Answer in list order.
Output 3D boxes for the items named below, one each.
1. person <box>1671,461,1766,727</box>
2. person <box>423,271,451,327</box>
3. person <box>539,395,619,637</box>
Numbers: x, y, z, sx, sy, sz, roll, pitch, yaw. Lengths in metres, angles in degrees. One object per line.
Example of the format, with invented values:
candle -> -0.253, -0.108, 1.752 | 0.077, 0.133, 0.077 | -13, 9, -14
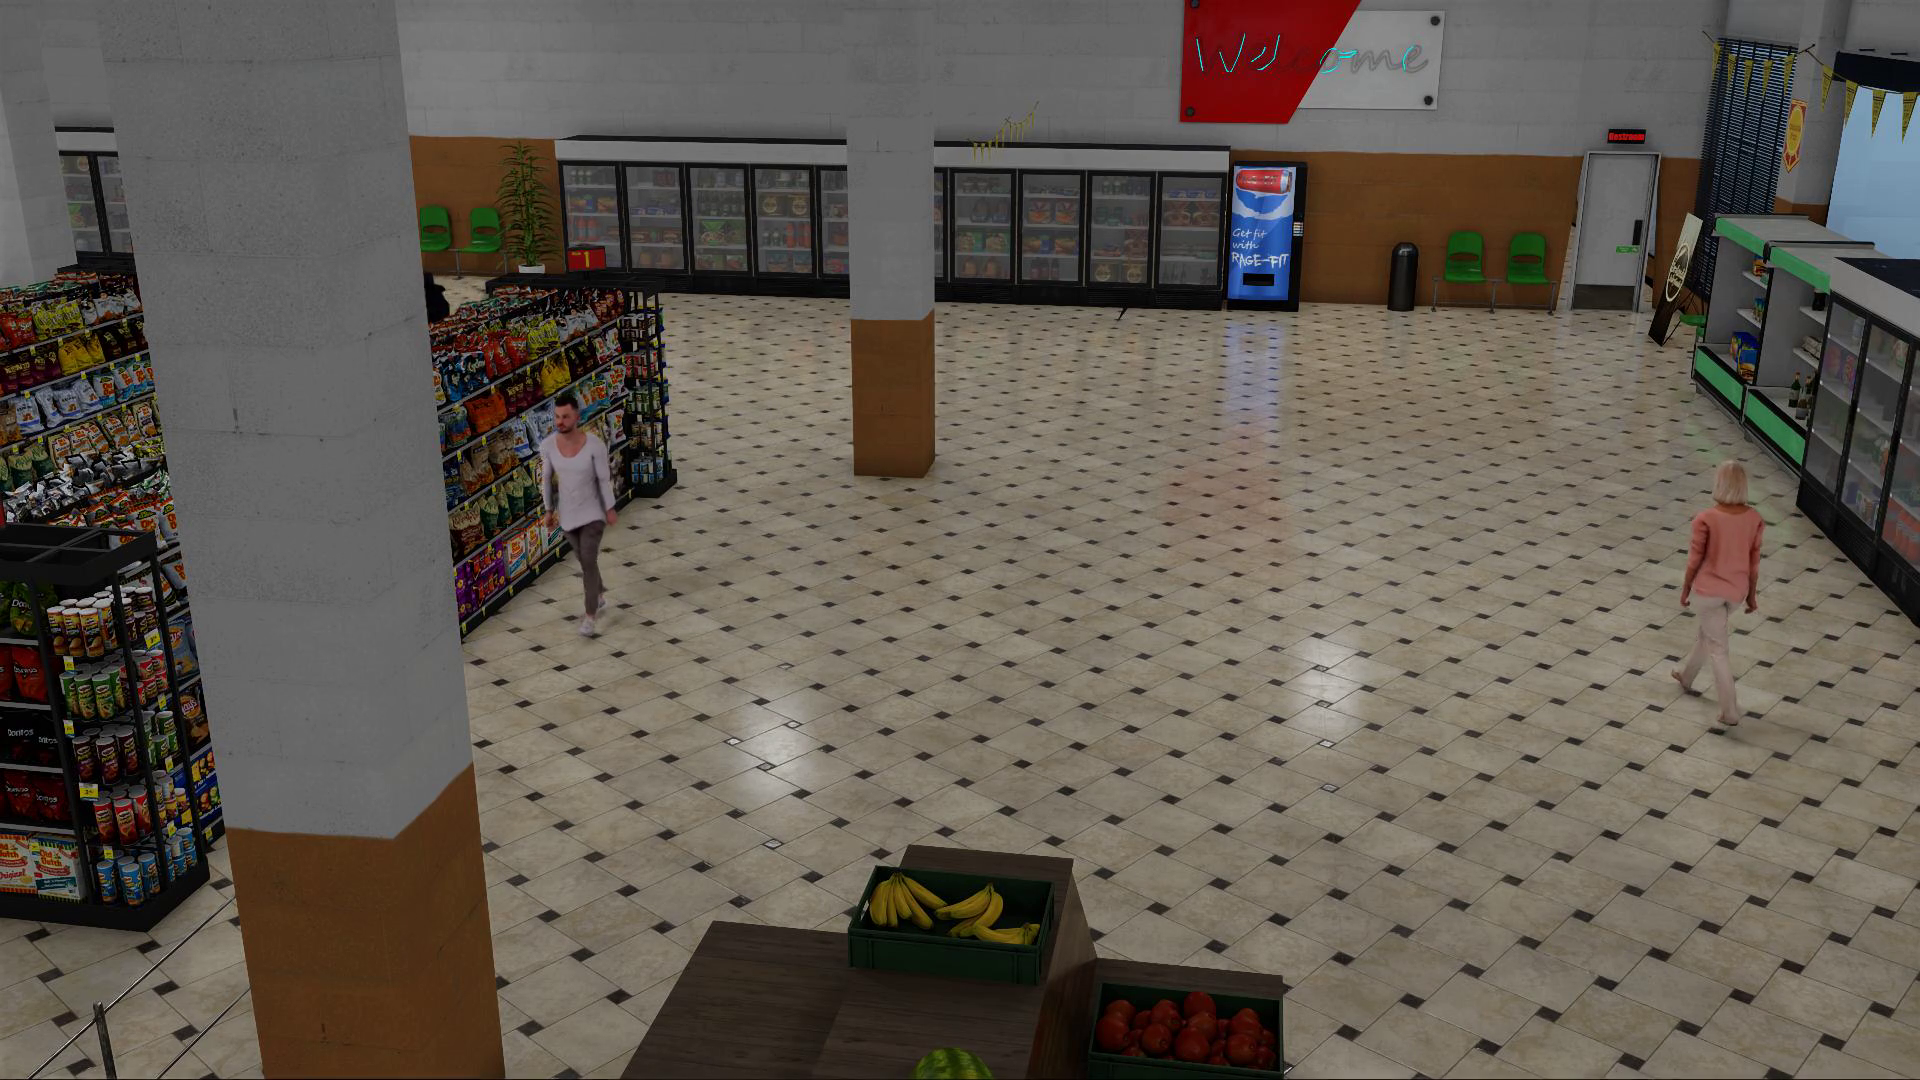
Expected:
person -> 4.942, 0.386, 10.739 | 0.784, 1.669, 1.236 | -1, 19, -2
person -> -5.650, -2.073, 18.060 | 0.913, 1.651, 1.059 | 10, 21, 26
person -> -2.787, -0.224, 12.356 | 0.716, 1.793, 1.018 | 5, 19, 16
